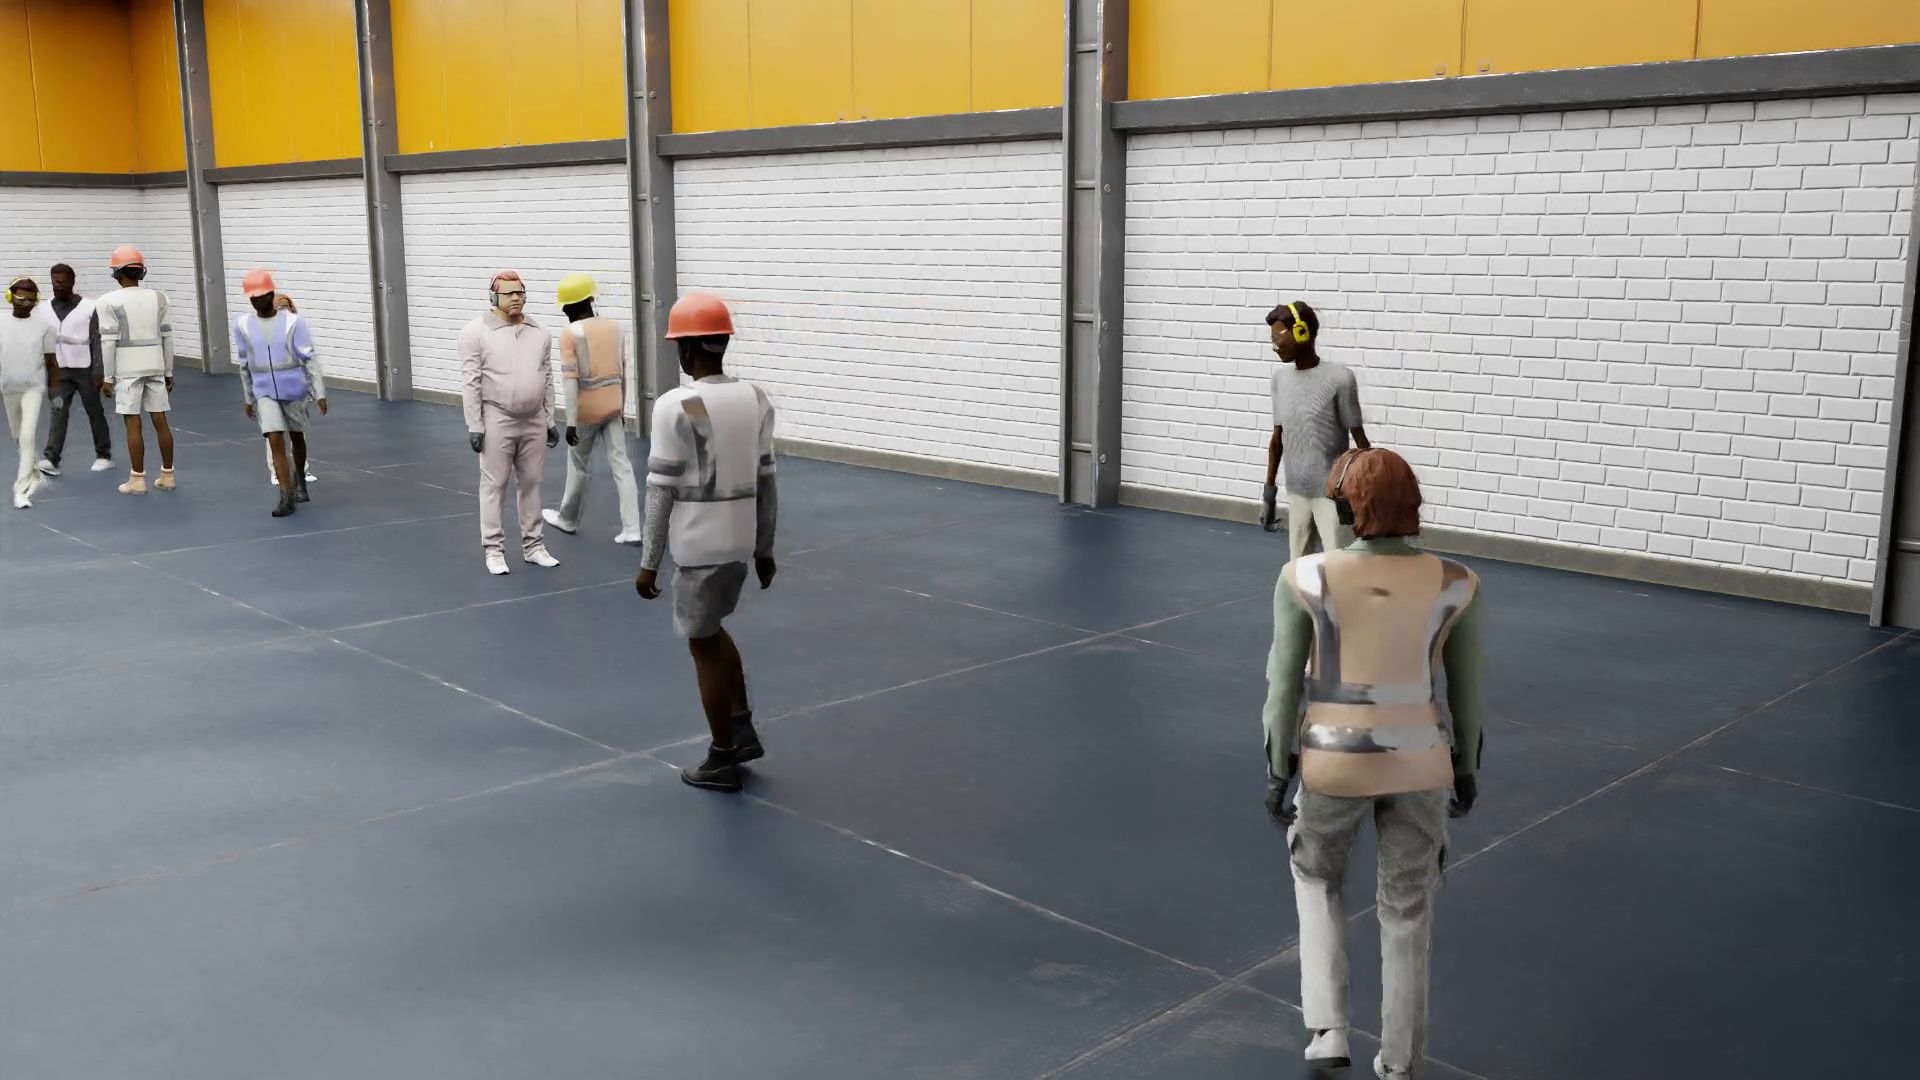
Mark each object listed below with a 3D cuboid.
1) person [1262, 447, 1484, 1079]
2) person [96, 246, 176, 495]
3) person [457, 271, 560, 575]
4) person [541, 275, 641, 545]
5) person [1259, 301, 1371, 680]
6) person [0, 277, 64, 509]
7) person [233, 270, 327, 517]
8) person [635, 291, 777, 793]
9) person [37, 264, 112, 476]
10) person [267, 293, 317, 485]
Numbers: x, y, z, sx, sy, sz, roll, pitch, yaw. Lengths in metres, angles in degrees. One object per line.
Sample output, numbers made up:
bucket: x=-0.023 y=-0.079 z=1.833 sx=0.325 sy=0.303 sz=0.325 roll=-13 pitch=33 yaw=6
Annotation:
person: x=1.018 y=0.583 z=4.101 sx=0.547 sy=1.621 sz=0.385 roll=1 pitch=10 yaw=5
person: x=-6.798 y=-1.394 z=13.740 sx=0.371 sy=2.044 sz=0.608 roll=7 pitch=13 yaw=34
person: x=-2.834 y=-0.742 z=10.572 sx=0.650 sy=1.907 sz=0.402 roll=-10 pitch=15 yaw=-44
person: x=-2.562 y=-0.900 z=11.554 sx=1.014 sy=1.850 sz=0.660 roll=8 pitch=13 yaw=38
person: x=1.697 y=-0.206 z=7.845 sx=0.459 sy=1.829 sz=0.589 roll=-8 pitch=13 yaw=-38
person: x=-7.515 y=-1.195 z=13.297 sx=0.633 sy=1.812 sz=0.970 roll=-3 pitch=11 yaw=-14
person: x=-5.275 y=-1.164 z=12.967 sx=0.645 sy=1.878 sz=1.004 roll=-2 pitch=11 yaw=-12
person: x=-0.987 y=0.019 z=6.374 sx=0.469 sy=1.923 sz=0.552 roll=7 pitch=13 yaw=34
person: x=-7.944 y=-1.507 z=14.823 sx=0.620 sy=1.872 sz=0.920 roll=1 pitch=10 yaw=3
person: x=-5.807 y=-1.299 z=14.330 sx=0.500 sy=1.636 sz=0.285 roll=-10 pitch=15 yaw=-44
